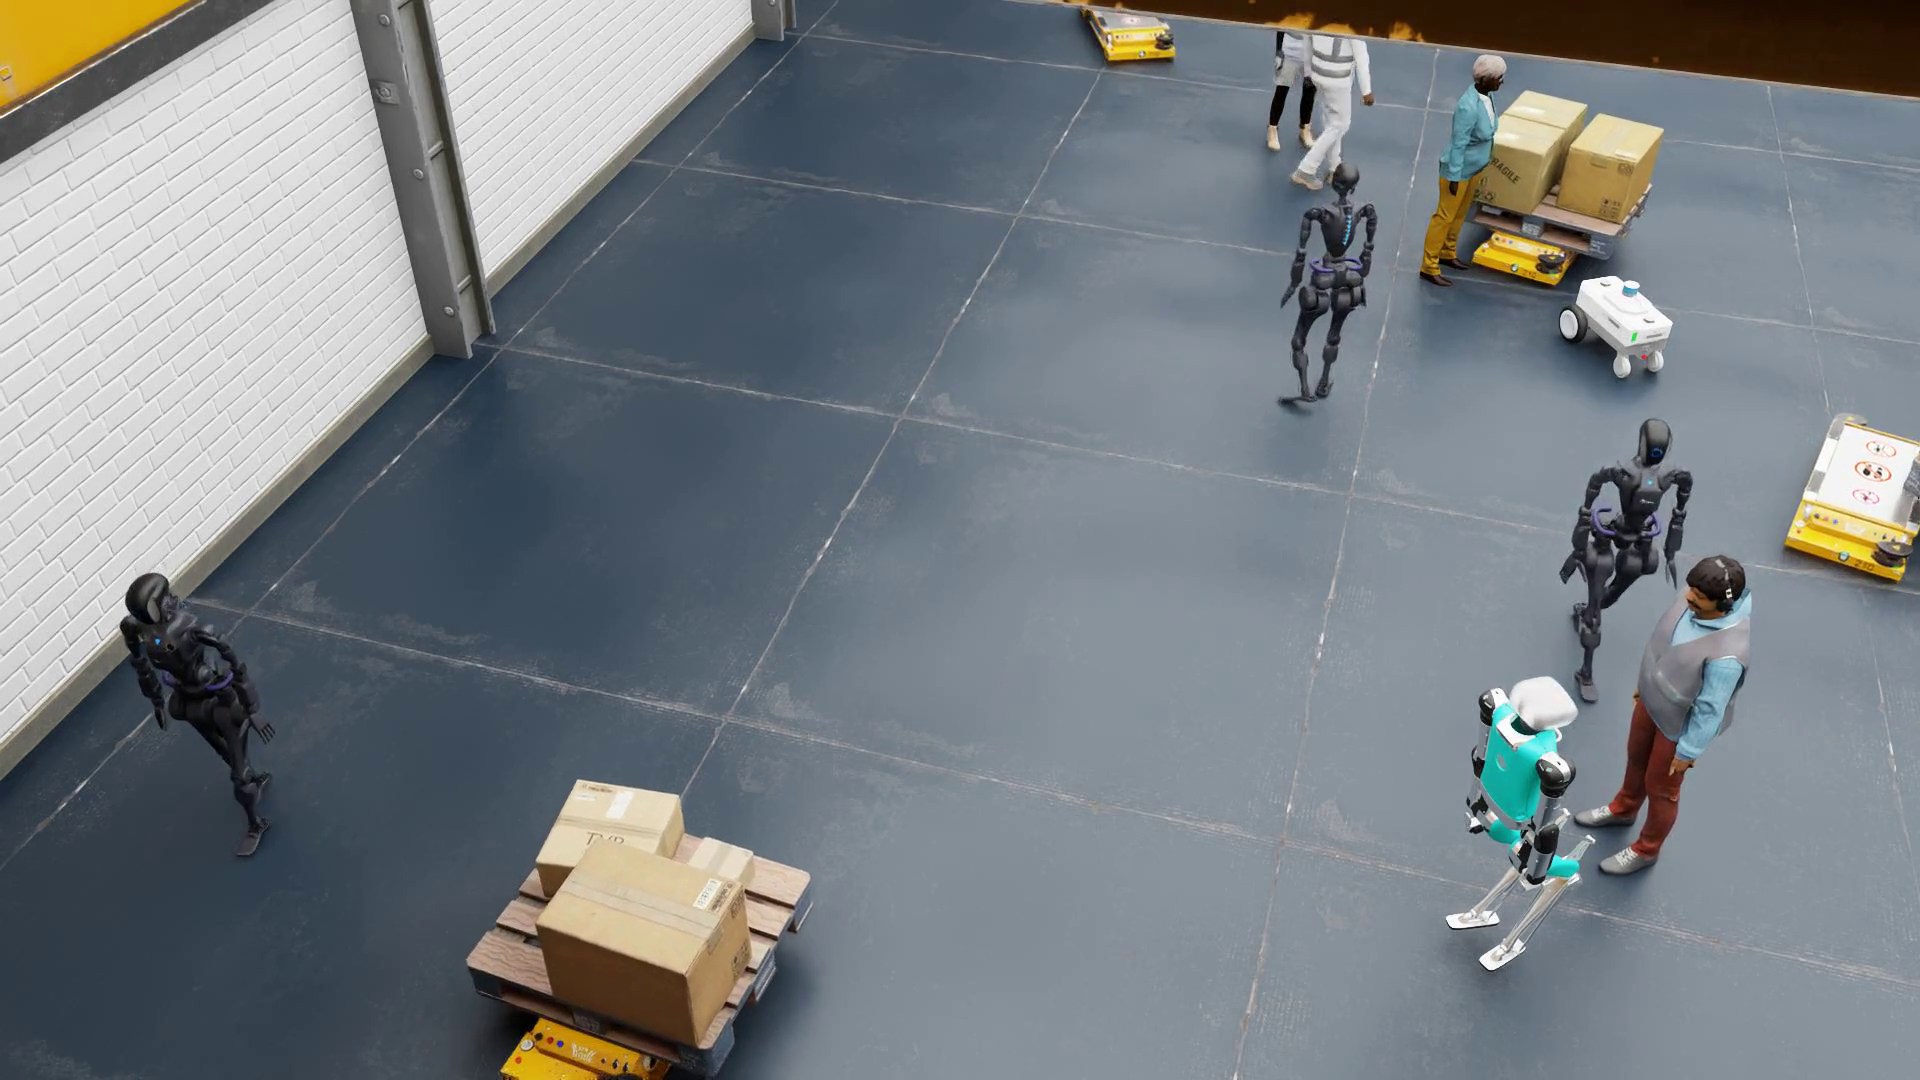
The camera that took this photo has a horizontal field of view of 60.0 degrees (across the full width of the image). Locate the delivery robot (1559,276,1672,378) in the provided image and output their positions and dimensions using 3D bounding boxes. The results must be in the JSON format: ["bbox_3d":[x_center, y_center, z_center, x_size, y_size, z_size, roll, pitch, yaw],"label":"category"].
[{"bbox_3d":[4.641,-1.550,11.702,0.499,0.592,0.774,-11,40,-13],"label":"delivery robot"}]

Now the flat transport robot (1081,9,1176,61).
[{"bbox_3d":[1.625,-5.077,16.319,0.659,0.231,1.431,-5,39,-7],"label":"flat transport robot"}]

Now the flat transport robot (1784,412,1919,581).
[{"bbox_3d":[5.654,-0.297,10.373,0.659,0.231,1.431,22,44,25],"label":"flat transport robot"}]

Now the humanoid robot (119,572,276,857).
[{"bbox_3d":[-3.589,0.774,7.918,0.611,1.642,0.560,5,39,7],"label":"humanoid robot"}]

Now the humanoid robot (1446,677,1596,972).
[{"bbox_3d":[2.539,1.207,7.228,0.735,1.673,0.533,-13,41,-16],"label":"humanoid robot"}]

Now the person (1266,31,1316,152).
[{"bbox_3d":[2.873,-4.082,13.948,0.532,1.691,0.322,-4,39,-6],"label":"person"}]

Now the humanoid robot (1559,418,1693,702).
[{"bbox_3d":[3.549,0.040,8.881,0.600,1.634,0.791,2,39,3],"label":"humanoid robot"}]

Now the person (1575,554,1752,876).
[{"bbox_3d":[3.331,0.811,7.721,0.414,1.871,0.540,-3,39,-4],"label":"person"}]

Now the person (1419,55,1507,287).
[{"bbox_3d":[3.702,-2.713,12.202,0.343,1.750,0.527,24,45,27],"label":"person"}]

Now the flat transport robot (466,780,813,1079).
[{"bbox_3d":[-1.421,1.943,7.587,0.659,0.231,1.431,14,41,17],"label":"flat transport robot"}]

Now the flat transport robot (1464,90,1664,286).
[{"bbox_3d":[4.600,-2.453,13.056,0.659,0.231,1.431,23,44,26],"label":"flat transport robot"}]

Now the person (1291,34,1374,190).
[{"bbox_3d":[3.040,-3.700,13.333,0.607,1.858,0.665,-17,42,-20],"label":"person"}]

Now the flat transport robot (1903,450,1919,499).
[{"bbox_3d":[6.529,-0.093,10.120,0.659,0.231,1.431,-14,41,-16],"label":"flat transport robot"}]

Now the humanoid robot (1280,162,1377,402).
[{"bbox_3d":[2.444,-1.661,10.947,0.597,1.639,0.459,-9,40,-11],"label":"humanoid robot"}]
